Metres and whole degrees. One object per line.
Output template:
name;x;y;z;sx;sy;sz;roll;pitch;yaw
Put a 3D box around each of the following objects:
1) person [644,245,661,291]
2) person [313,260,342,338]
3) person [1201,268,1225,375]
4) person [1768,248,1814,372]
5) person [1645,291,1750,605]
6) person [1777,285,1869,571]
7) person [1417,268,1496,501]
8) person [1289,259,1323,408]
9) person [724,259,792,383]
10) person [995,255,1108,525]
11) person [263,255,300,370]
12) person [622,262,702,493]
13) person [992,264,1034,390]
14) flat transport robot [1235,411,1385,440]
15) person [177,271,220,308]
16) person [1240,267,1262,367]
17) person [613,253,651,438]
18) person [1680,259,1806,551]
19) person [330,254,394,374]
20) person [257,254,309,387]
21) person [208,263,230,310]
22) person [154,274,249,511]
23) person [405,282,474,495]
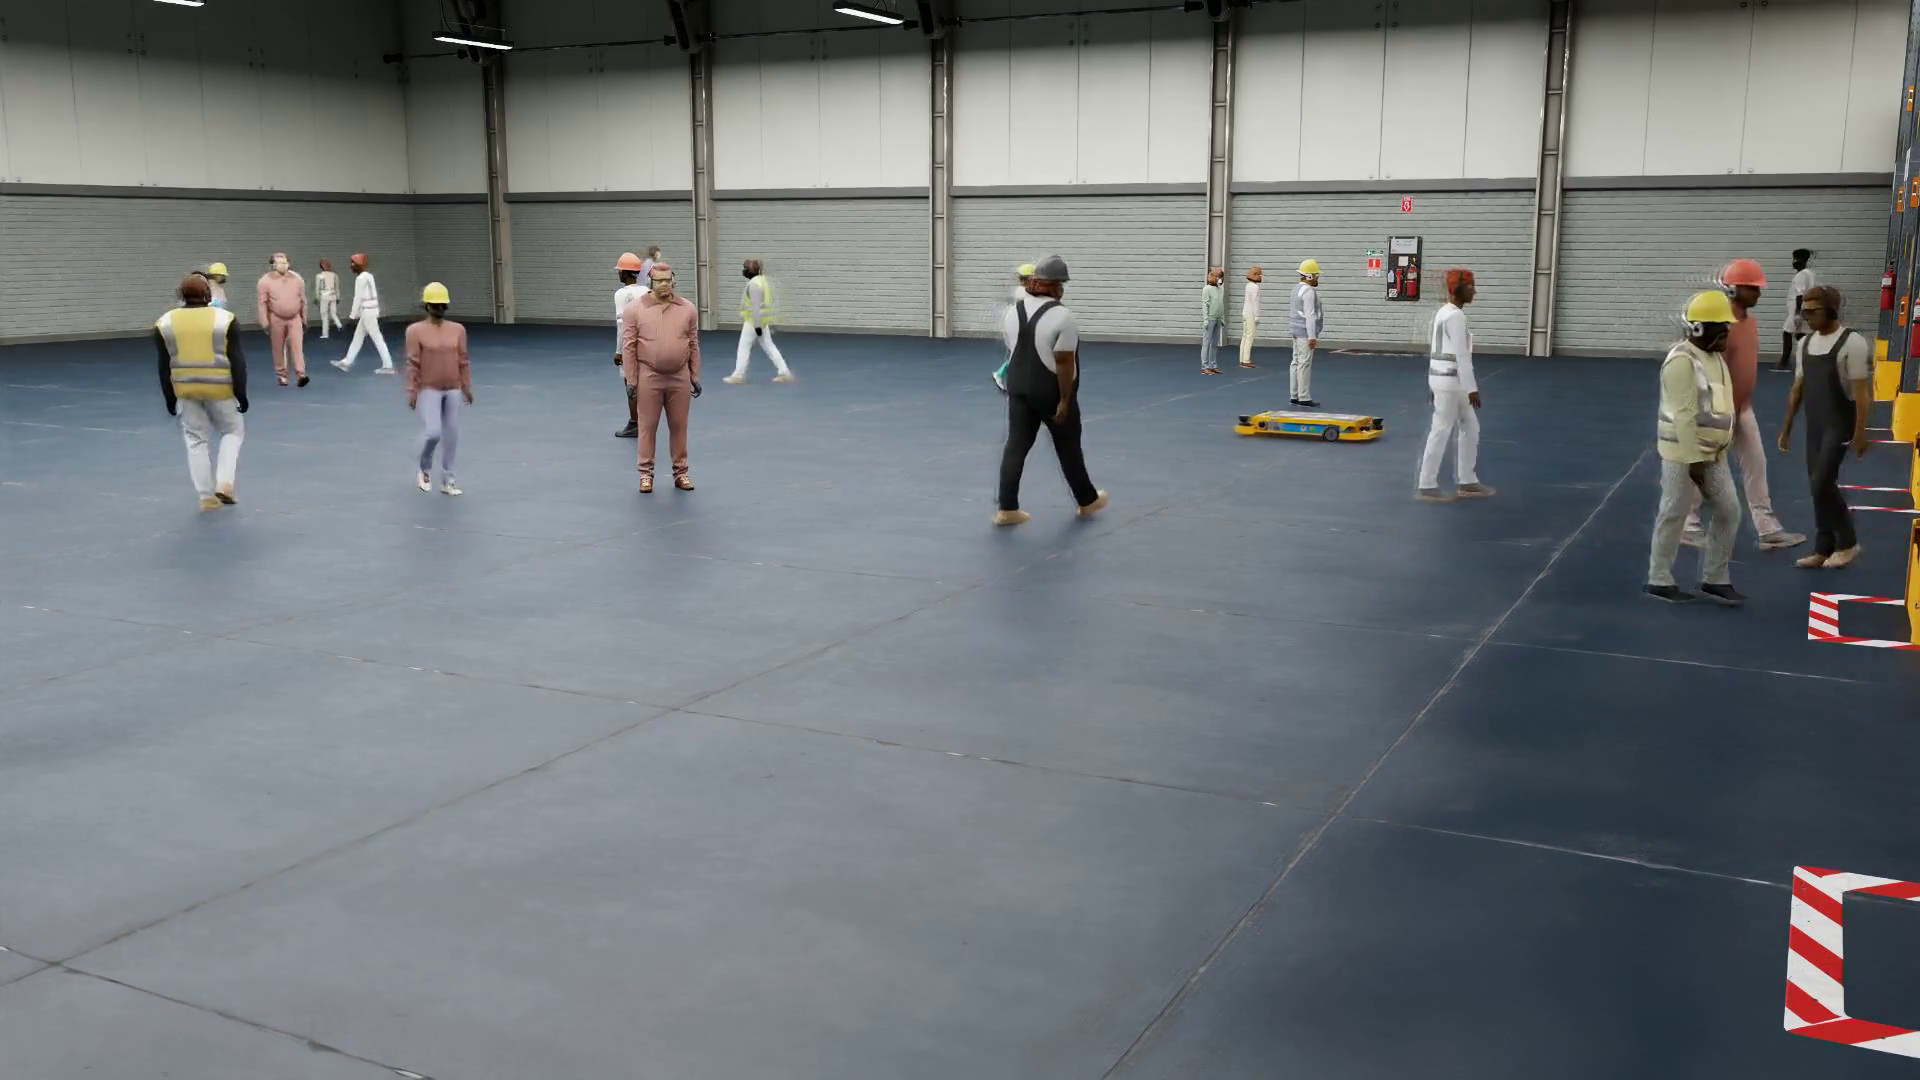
person;-6.270;-5.013;33.776;0.665;1.924;0.647;0;10;2
person;-13.072;-4.969;34.354;0.470;1.628;0.539;7;12;33
person;3.904;-3.365;25.593;0.289;1.633;0.497;10;14;43
person;13.140;-3.560;25.844;0.813;1.943;0.613;8;13;39
person;4.265;-0.498;9.459;0.598;1.811;0.652;-8;13;-38
person;5.488;-0.700;10.558;0.436;1.818;0.538;-2;11;-12
person;4.043;-1.220;13.268;0.754;1.862;0.586;3;11;14
person;4.297;-2.558;20.646;0.404;1.835;0.587;-1;10;-7
person;-2.904;-3.153;24.008;0.956;1.801;0.634;1;10;7
person;0.666;-1.148;12.393;0.683;2.000;1.019;9;14;41
person;-10.660;-3.567;26.177;0.643;1.821;0.449;0;10;2
person;-2.466;-1.346;13.845;0.654;1.904;0.407;-4;11;-23
person;0.844;-2.908;22.786;0.739;1.744;0.543;2;10;8
flat transport robot;3.710;-1.221;17.622;1.431;0.197;0.652;6;12;28
person;-9.179;-2.403;20.166;0.537;1.700;0.317;0;10;1
person;4.726;-3.607;26.950;0.299;1.626;0.500;-1;10;-4
person;-3.468;-2.053;17.597;0.352;1.942;0.546;5;12;25
person;5.267;-0.877;11.141;0.624;1.963;0.853;-7;13;-34
person;-9.200;-3.447;25.498;0.988;1.827;0.579;-2;11;-10
person;-9.477;-3.071;23.365;0.672;1.854;1.007;-7;12;-33
person;-10.256;-2.930;22.906;0.483;1.744;0.545;0;10;-1
person;-5.841;-1.133;12.873;0.651;1.832;0.448;-2;11;-9
person;-4.244;-1.225;13.612;0.525;1.755;0.359;-10;14;-43
